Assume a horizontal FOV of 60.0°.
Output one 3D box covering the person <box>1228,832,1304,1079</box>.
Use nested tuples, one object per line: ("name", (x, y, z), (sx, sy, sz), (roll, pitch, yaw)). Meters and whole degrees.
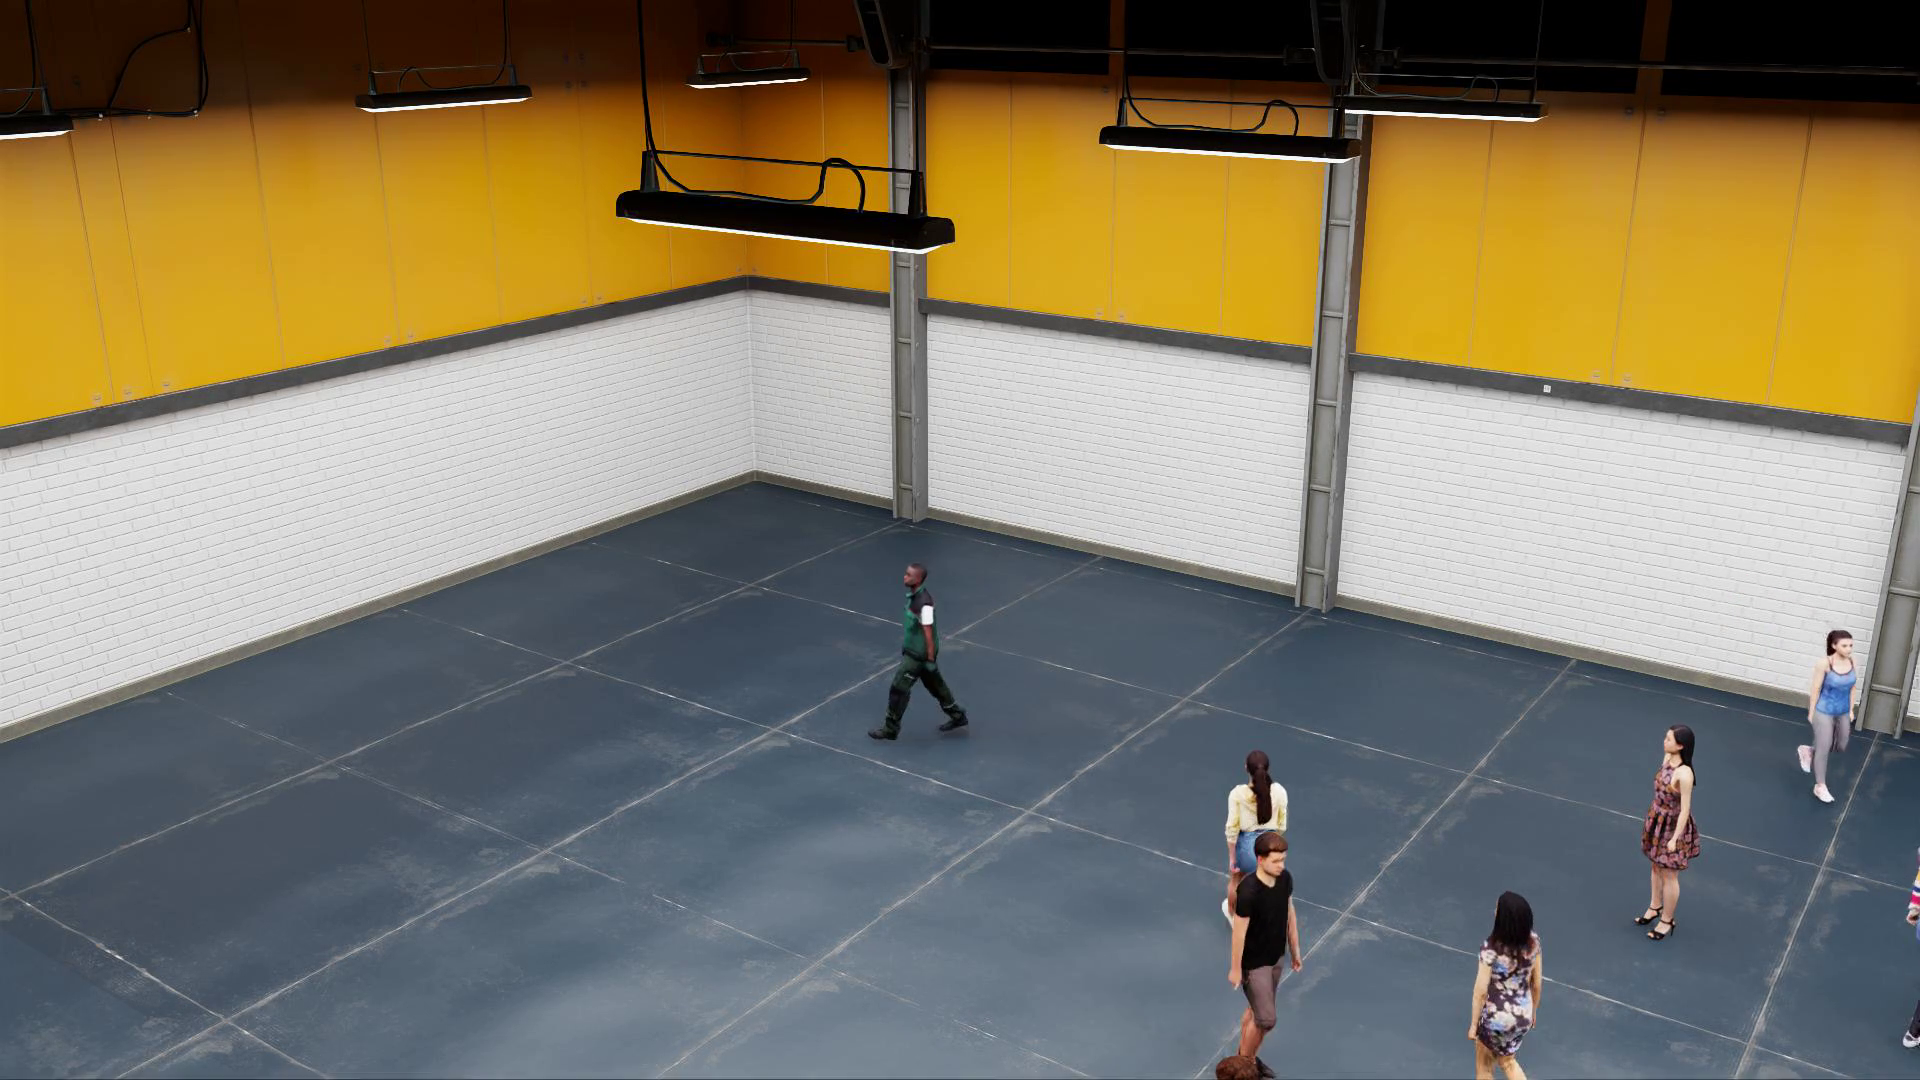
("person", (1.940, 2.740, 11.086), (0.711, 1.849, 0.707), (-17, 25, -42))

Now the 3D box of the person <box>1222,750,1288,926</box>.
("person", (2.230, 2.394, 12.502), (1.010, 1.600, 1.012), (0, 19, 1))

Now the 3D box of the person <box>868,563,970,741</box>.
("person", (-0.301, 1.095, 16.058), (1.290, 1.793, 1.215), (-3, 19, -9))

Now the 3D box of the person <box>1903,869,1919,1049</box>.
("person", (6.710, 2.672, 11.383), (0.918, 1.788, 0.944), (-11, 22, -30))

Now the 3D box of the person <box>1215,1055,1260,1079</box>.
("person", (1.540, 3.530, 9.052), (0.604, 1.650, 0.642), (7, 20, 20))

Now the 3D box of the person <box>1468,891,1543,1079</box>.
("person", (3.452, 3.034, 10.404), (0.837, 1.726, 0.924), (-7, 20, -21))

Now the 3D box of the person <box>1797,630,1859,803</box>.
("person", (7.843, 1.542, 15.033), (0.886, 1.600, 0.933), (-2, 19, -7))

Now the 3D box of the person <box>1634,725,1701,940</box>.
("person", (5.413, 2.227, 12.728), (0.847, 1.773, 0.802), (0, 19, 0))
